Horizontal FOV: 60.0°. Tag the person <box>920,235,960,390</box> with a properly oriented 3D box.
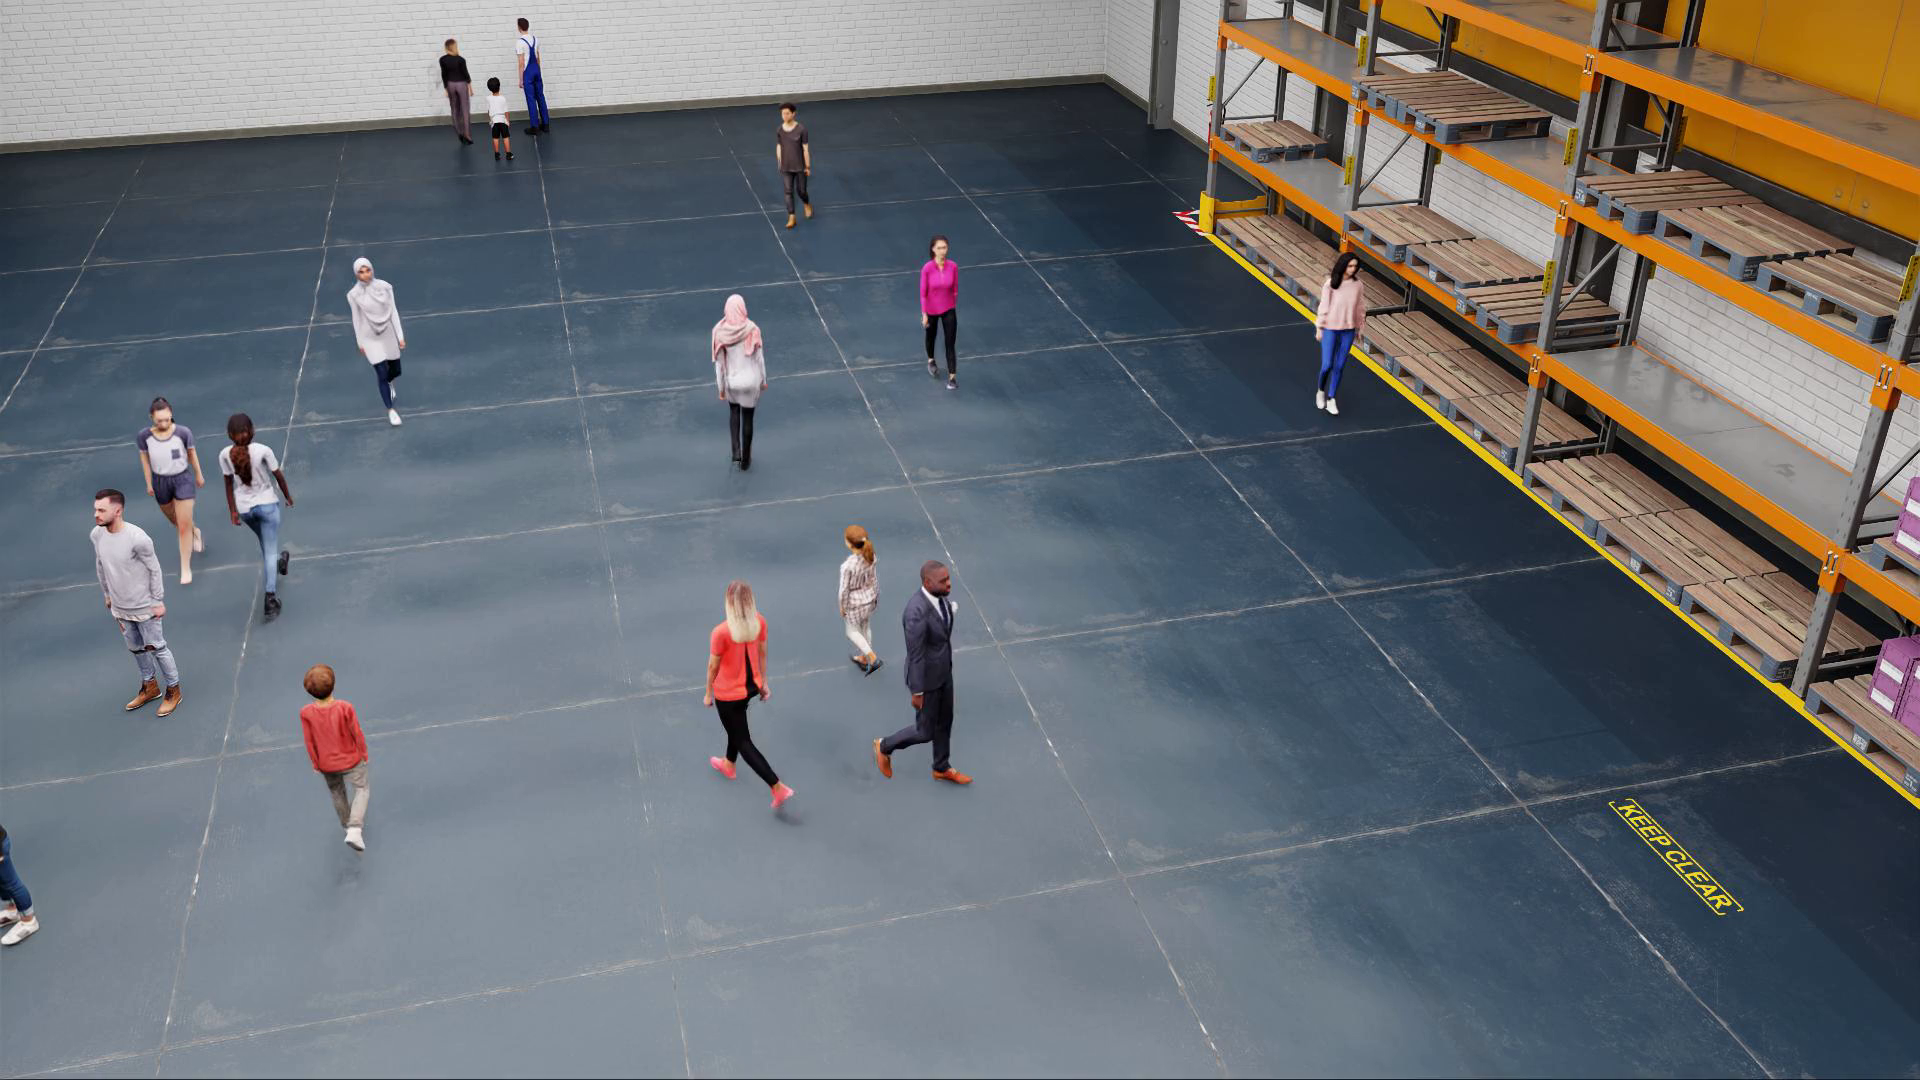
[{"bbox_3d":[-0.257,-2.495,18.036,0.594,1.647,1.126,-7,29,-12],"label":"person"}]

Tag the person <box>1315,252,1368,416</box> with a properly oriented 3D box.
[{"bbox_3d":[3.921,-2.188,17.356,0.707,1.760,0.656,-3,29,-5],"label":"person"}]

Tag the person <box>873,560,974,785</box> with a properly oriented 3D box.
[{"bbox_3d":[-0.286,0.931,11.590,1.051,1.806,1.032,10,30,17],"label":"person"}]

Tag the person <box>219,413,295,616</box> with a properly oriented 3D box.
[{"bbox_3d":[-5.825,-0.190,13.786,0.749,1.671,1.201,-1,29,-2],"label":"person"}]

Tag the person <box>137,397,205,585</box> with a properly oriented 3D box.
[{"bbox_3d":[-6.800,-0.494,14.405,0.674,1.613,1.052,-3,29,-5],"label":"person"}]

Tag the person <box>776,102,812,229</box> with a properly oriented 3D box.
[{"bbox_3d":[-2.266,-5.186,22.914,0.864,1.700,0.993,7,29,12],"label":"person"}]

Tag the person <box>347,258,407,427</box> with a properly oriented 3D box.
[{"bbox_3d":[-6.005,-2.089,17.178,0.800,1.757,1.033,-16,32,-27],"label":"person"}]

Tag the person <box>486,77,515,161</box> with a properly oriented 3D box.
[{"bbox_3d":[-7.184,-6.556,25.890,0.524,1.256,0.537,0,29,-1],"label":"person"}]

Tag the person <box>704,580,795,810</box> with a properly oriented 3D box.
[{"bbox_3d":[-1.459,1.095,11.446,1.214,1.655,1.028,21,35,33],"label":"person"}]

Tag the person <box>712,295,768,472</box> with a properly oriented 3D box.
[{"bbox_3d":[-2.108,-1.474,16.015,0.715,1.792,0.743,0,29,0],"label":"person"}]

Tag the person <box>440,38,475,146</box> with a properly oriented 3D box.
[{"bbox_3d":[-8.016,-7.139,26.527,0.688,1.669,0.699,4,29,7],"label":"person"}]

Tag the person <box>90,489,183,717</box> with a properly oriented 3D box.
[{"bbox_3d":[-6.179,0.448,12.440,0.768,1.840,0.763,8,30,15],"label":"person"}]

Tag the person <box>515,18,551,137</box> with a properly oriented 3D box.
[{"bbox_3d":[-7.007,-7.576,27.141,0.767,1.849,0.723,18,34,30],"label":"person"}]

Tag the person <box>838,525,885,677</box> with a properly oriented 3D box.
[{"bbox_3d":[-0.741,0.501,12.909,0.702,1.297,0.801,-22,35,-34],"label":"person"}]

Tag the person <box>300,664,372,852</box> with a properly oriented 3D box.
[{"bbox_3d":[-4.118,1.472,11.011,0.585,1.410,0.771,-3,29,-6],"label":"person"}]
